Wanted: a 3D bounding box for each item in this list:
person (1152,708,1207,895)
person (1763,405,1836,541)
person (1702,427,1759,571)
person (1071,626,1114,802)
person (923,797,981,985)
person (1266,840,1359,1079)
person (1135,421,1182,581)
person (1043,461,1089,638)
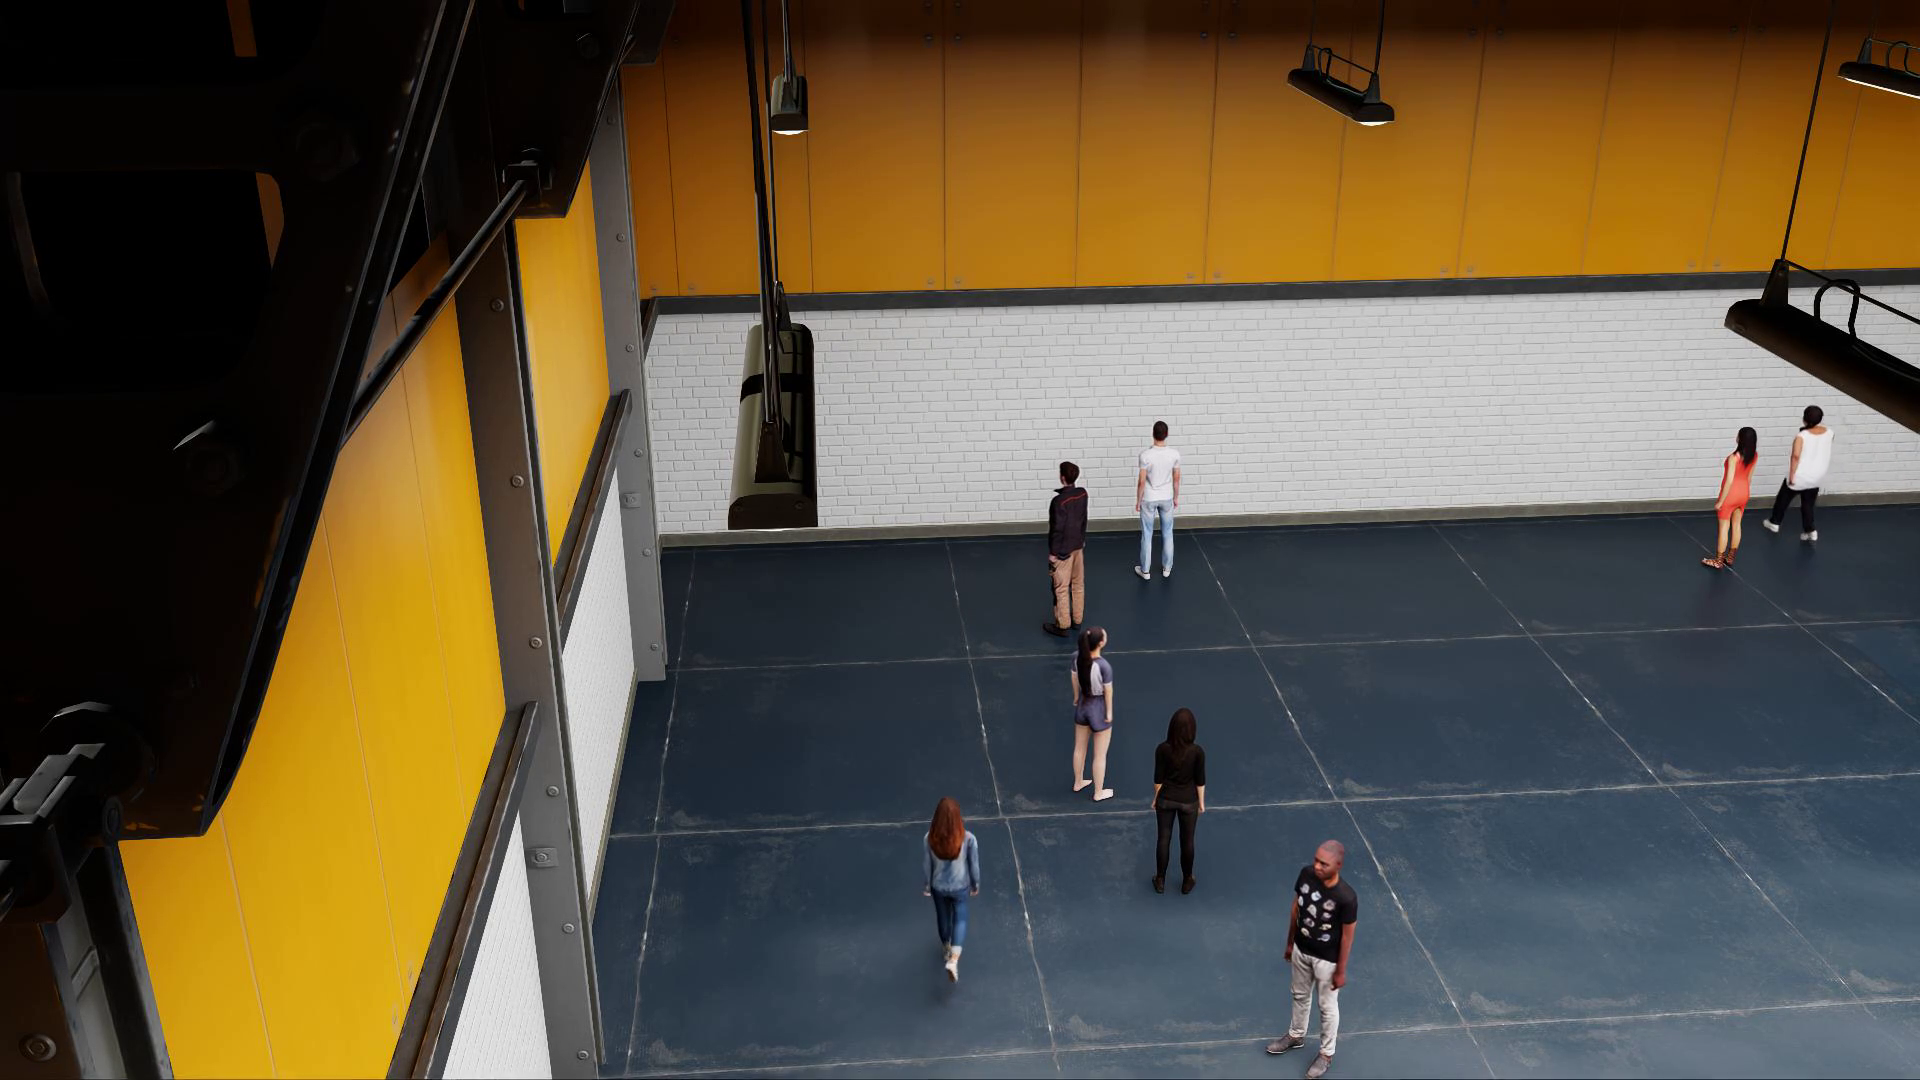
[{"bbox_3d":[1.735,2.080,13.243,0.615,1.642,0.572,4,24,8],"label":"person"},{"bbox_3d":[10.068,-0.779,19.750,0.650,1.668,0.939,-2,24,-6],"label":"person"},{"bbox_3d":[8.854,-0.488,19.020,0.654,1.719,0.641,-11,26,-23],"label":"person"},{"bbox_3d":[1.155,1.504,14.551,0.728,1.650,0.648,-22,32,-40],"label":"person"},{"bbox_3d":[-0.078,2.592,12.293,0.670,1.464,0.890,2,24,5],"label":"person"},{"bbox_3d":[2.457,2.816,11.355,0.820,1.805,0.728,-18,30,-36],"label":"person"},{"bbox_3d":[2.230,-0.452,18.774,0.663,1.851,0.564,-4,24,-10],"label":"person"},{"bbox_3d":[1.119,0.087,17.449,0.830,1.925,0.790,21,31,40],"label":"person"}]
